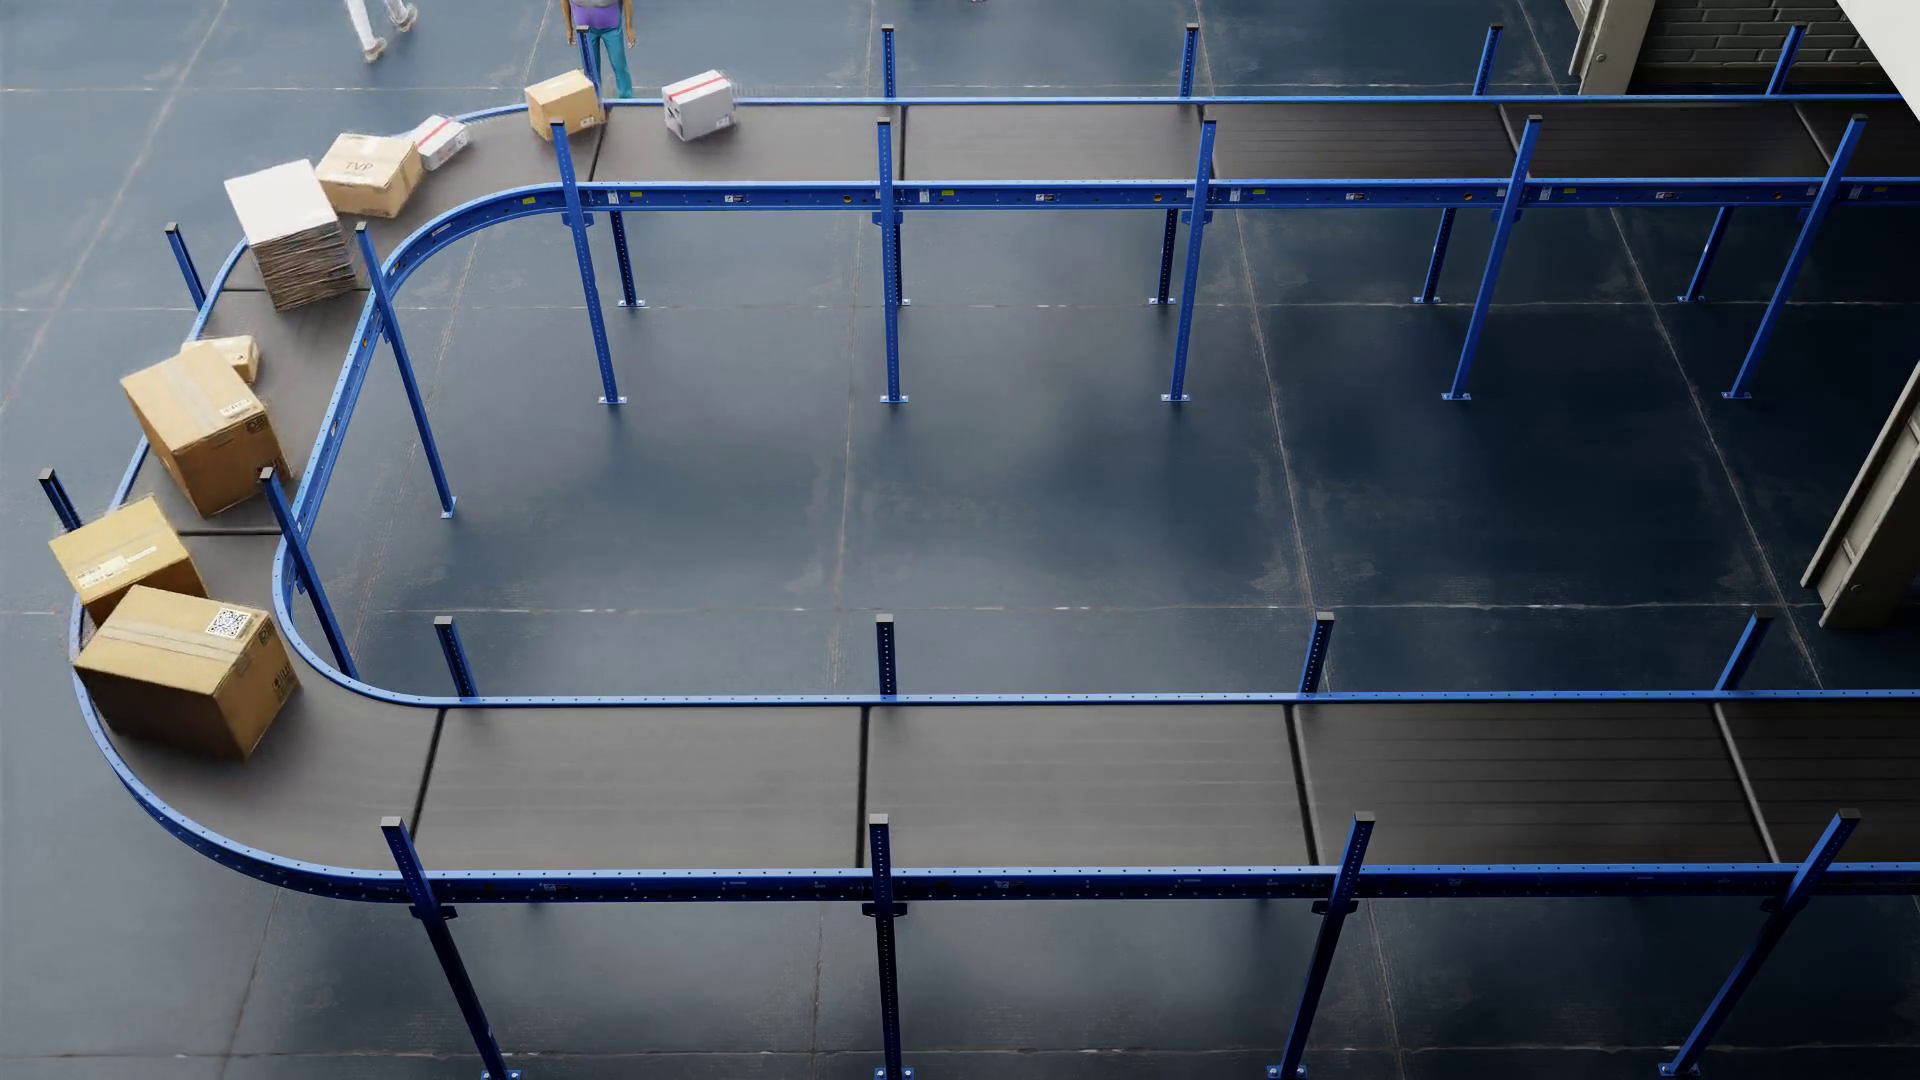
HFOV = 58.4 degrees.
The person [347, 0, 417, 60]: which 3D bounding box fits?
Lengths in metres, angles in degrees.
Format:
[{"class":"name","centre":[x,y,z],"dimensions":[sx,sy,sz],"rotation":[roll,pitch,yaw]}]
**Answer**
[{"class":"person","centre":[-5.154,-5.155,14.822],"dimensions":[0.606,1.848,0.869],"rotation":[6,47,5]}]

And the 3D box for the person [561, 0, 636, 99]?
[{"class":"person","centre":[-2.915,-4.179,13.914],"dimensions":[0.563,1.847,0.389],"rotation":[0,47,0]}]

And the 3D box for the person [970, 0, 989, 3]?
[{"class":"person","centre":[-0.062,-5.728,15.335],"dimensions":[0.958,1.876,0.616],"rotation":[19,50,17]}]
